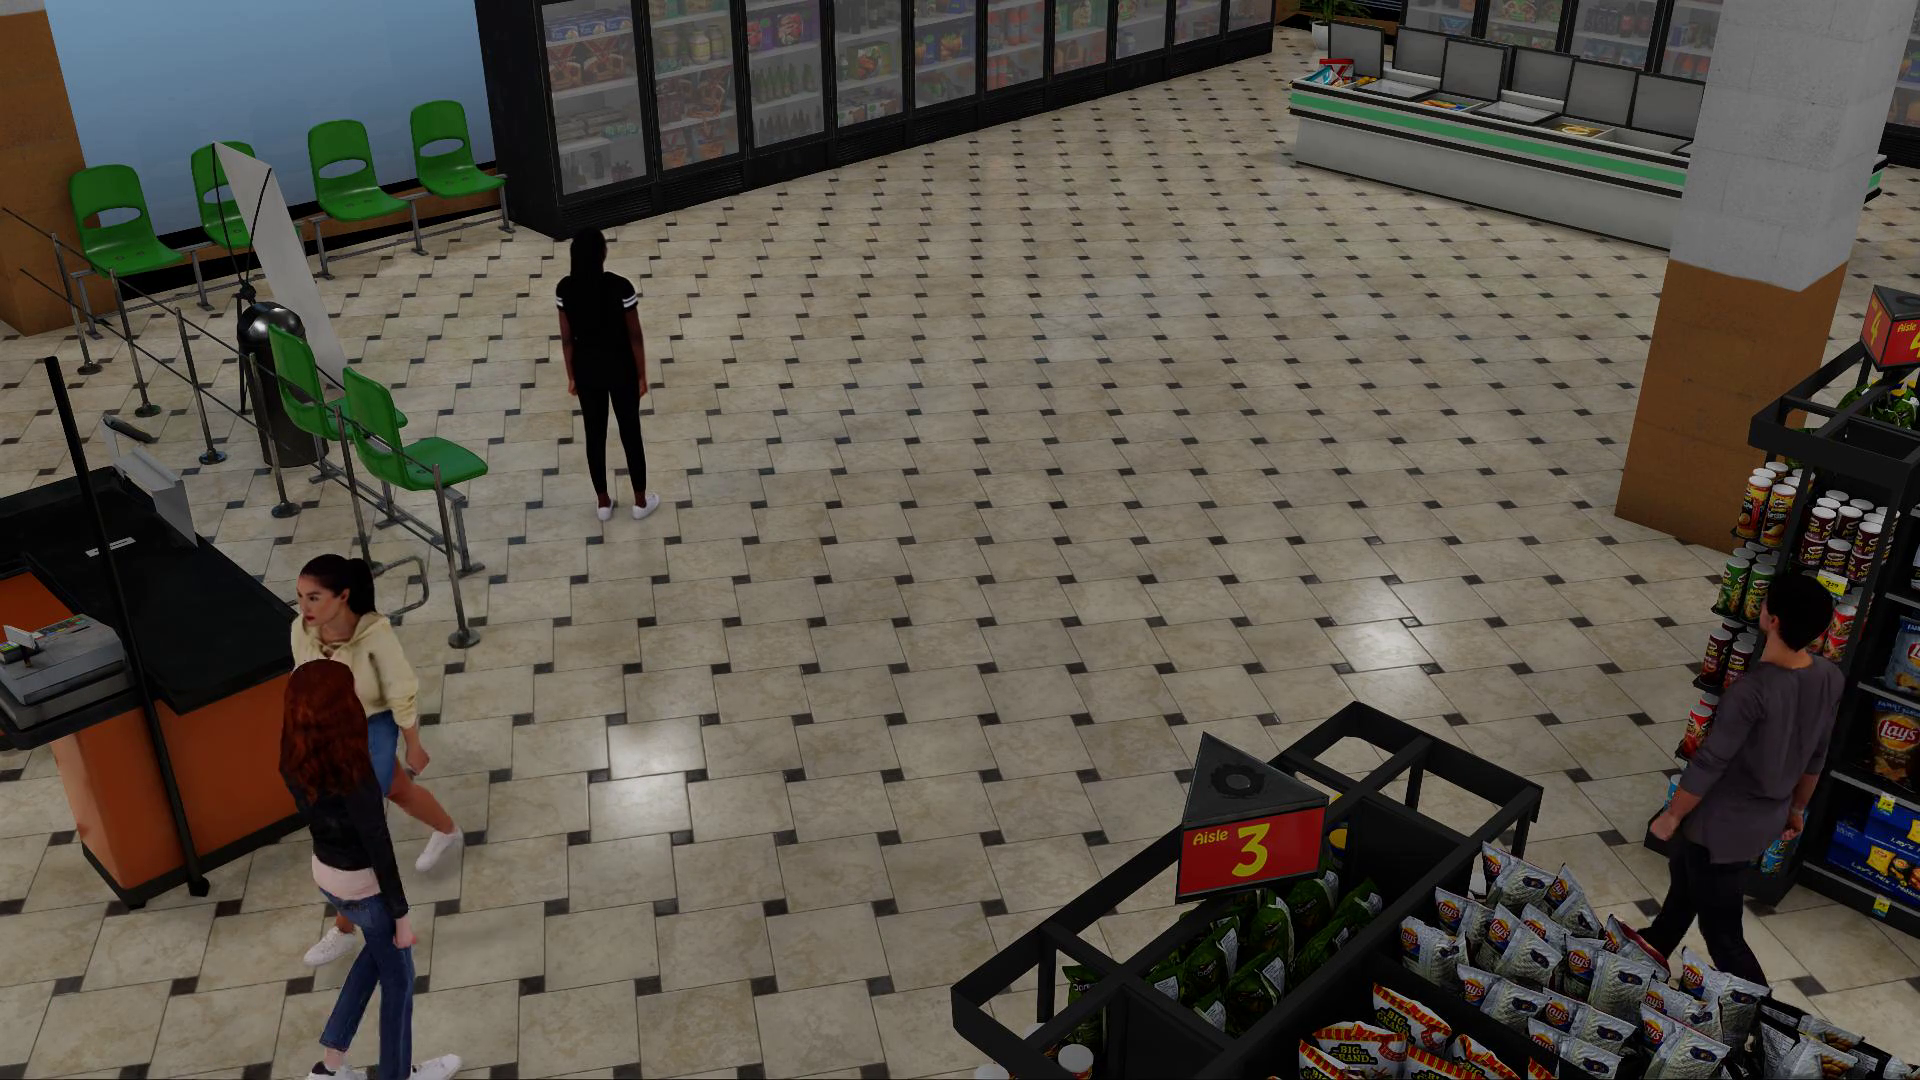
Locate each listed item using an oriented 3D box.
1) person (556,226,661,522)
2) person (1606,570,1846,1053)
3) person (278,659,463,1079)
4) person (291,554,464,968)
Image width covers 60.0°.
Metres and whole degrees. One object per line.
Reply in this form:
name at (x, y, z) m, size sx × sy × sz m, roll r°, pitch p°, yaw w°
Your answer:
person at (-1.985, -0.923, 9.330) m, size 0.706 × 1.728 × 0.773 m, roll 1°, pitch 29°, yaw 3°
person at (2.735, 1.004, 5.703) m, size 0.882 × 1.821 × 1.226 m, roll -16°, pitch 33°, yaw -27°
person at (-2.022, 1.198, 5.396) m, size 0.672 × 1.774 × 0.661 m, roll 25°, pitch 37°, yaw 38°
person at (-2.238, 0.749, 6.419) m, size 1.163 × 1.582 × 0.979 m, roll 13°, pitch 31°, yaw 22°
